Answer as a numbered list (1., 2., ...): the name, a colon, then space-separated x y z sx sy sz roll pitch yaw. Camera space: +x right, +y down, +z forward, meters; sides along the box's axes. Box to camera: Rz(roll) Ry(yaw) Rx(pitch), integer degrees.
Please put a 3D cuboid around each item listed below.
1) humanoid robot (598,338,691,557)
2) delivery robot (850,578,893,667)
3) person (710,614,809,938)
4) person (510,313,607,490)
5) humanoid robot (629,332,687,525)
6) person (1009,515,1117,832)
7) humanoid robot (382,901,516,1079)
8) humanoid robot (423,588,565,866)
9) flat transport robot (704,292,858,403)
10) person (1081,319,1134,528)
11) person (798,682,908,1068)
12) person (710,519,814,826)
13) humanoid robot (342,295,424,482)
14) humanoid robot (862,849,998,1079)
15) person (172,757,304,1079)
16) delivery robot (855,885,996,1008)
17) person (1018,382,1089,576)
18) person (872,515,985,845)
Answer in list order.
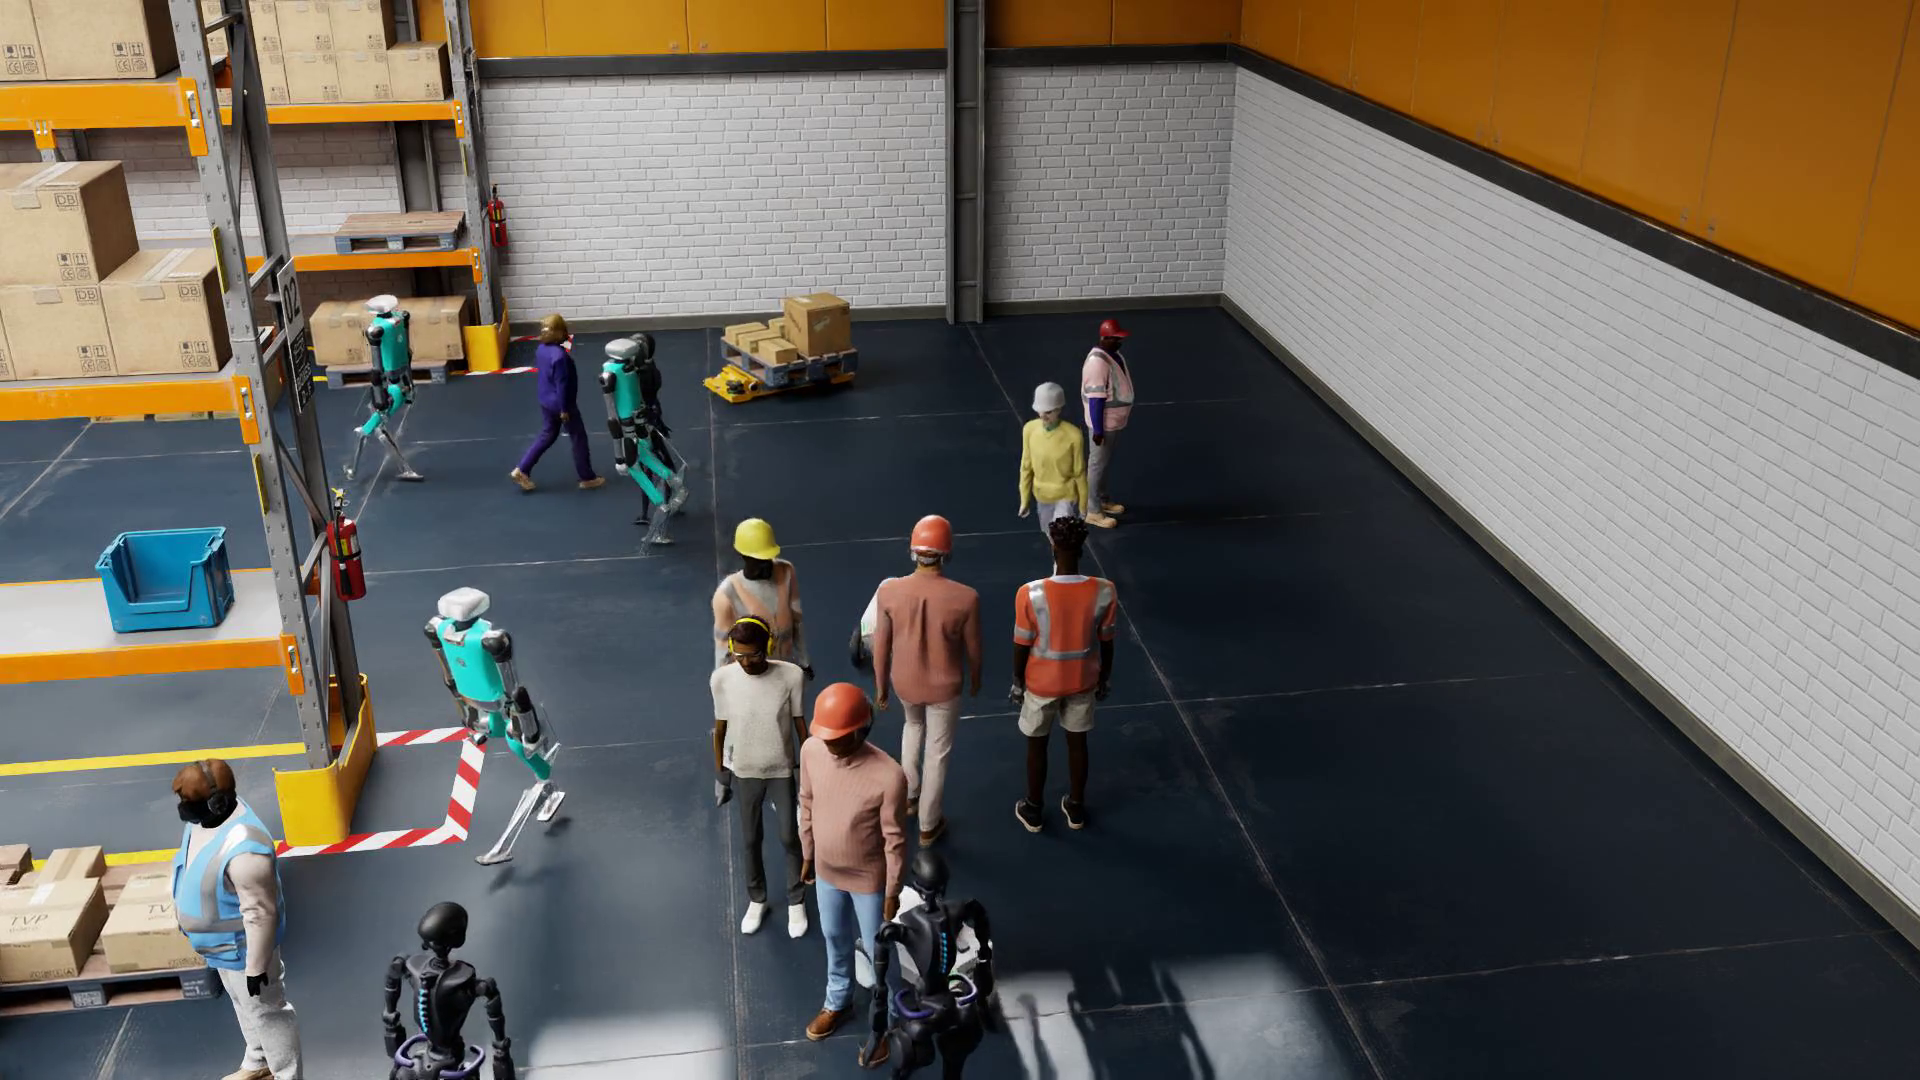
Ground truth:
1. humanoid robot: -2.432 -0.680 13.172 0.668 1.839 0.542 7 25 15
2. delivery robot: -0.472 0.583 11.730 0.505 0.608 0.780 4 24 10
3. person: -1.018 1.222 8.643 0.526 1.856 0.345 0 24 0
4. person: -3.551 -1.173 14.426 0.738 1.599 0.455 -17 29 -34
5. humanoid robot: -2.554 -0.909 13.703 0.353 1.649 0.612 2 24 5
6. person: 0.585 0.783 9.528 0.611 1.951 0.390 -6 24 -13
7. humanoid robot: -2.063 2.160 6.739 0.609 1.637 0.610 6 25 14
8. humanoid robot: -2.481 0.957 9.377 0.535 1.719 1.020 11 26 23
9. flat transport robot: -1.868 -1.712 17.298 1.431 0.231 0.659 -15 28 -30
10. person: 1.227 -0.987 13.797 0.420 1.751 0.628 8 25 17
11. person: -0.514 1.540 7.756 0.614 1.985 0.398 16 28 31
12. person: -1.206 0.711 9.766 0.908 1.887 0.578 17 29 33
13. humanoid robot: -5.166 -1.264 14.517 0.879 1.840 0.564 6 24 14
14. humanoid robot: -0.122 2.020 7.033 0.615 1.650 0.332 -11 26 -24
15. person: -3.216 1.777 7.394 0.429 1.844 0.626 -20 30 -38
16. delivery robot: -0.185 2.059 8.372 0.499 0.612 0.805 -21 31 -39
17. person: 0.707 -0.341 12.249 0.509 1.841 0.901 11 26 23
18. person: -0.153 0.770 9.527 0.598 1.969 0.674 7 25 17
